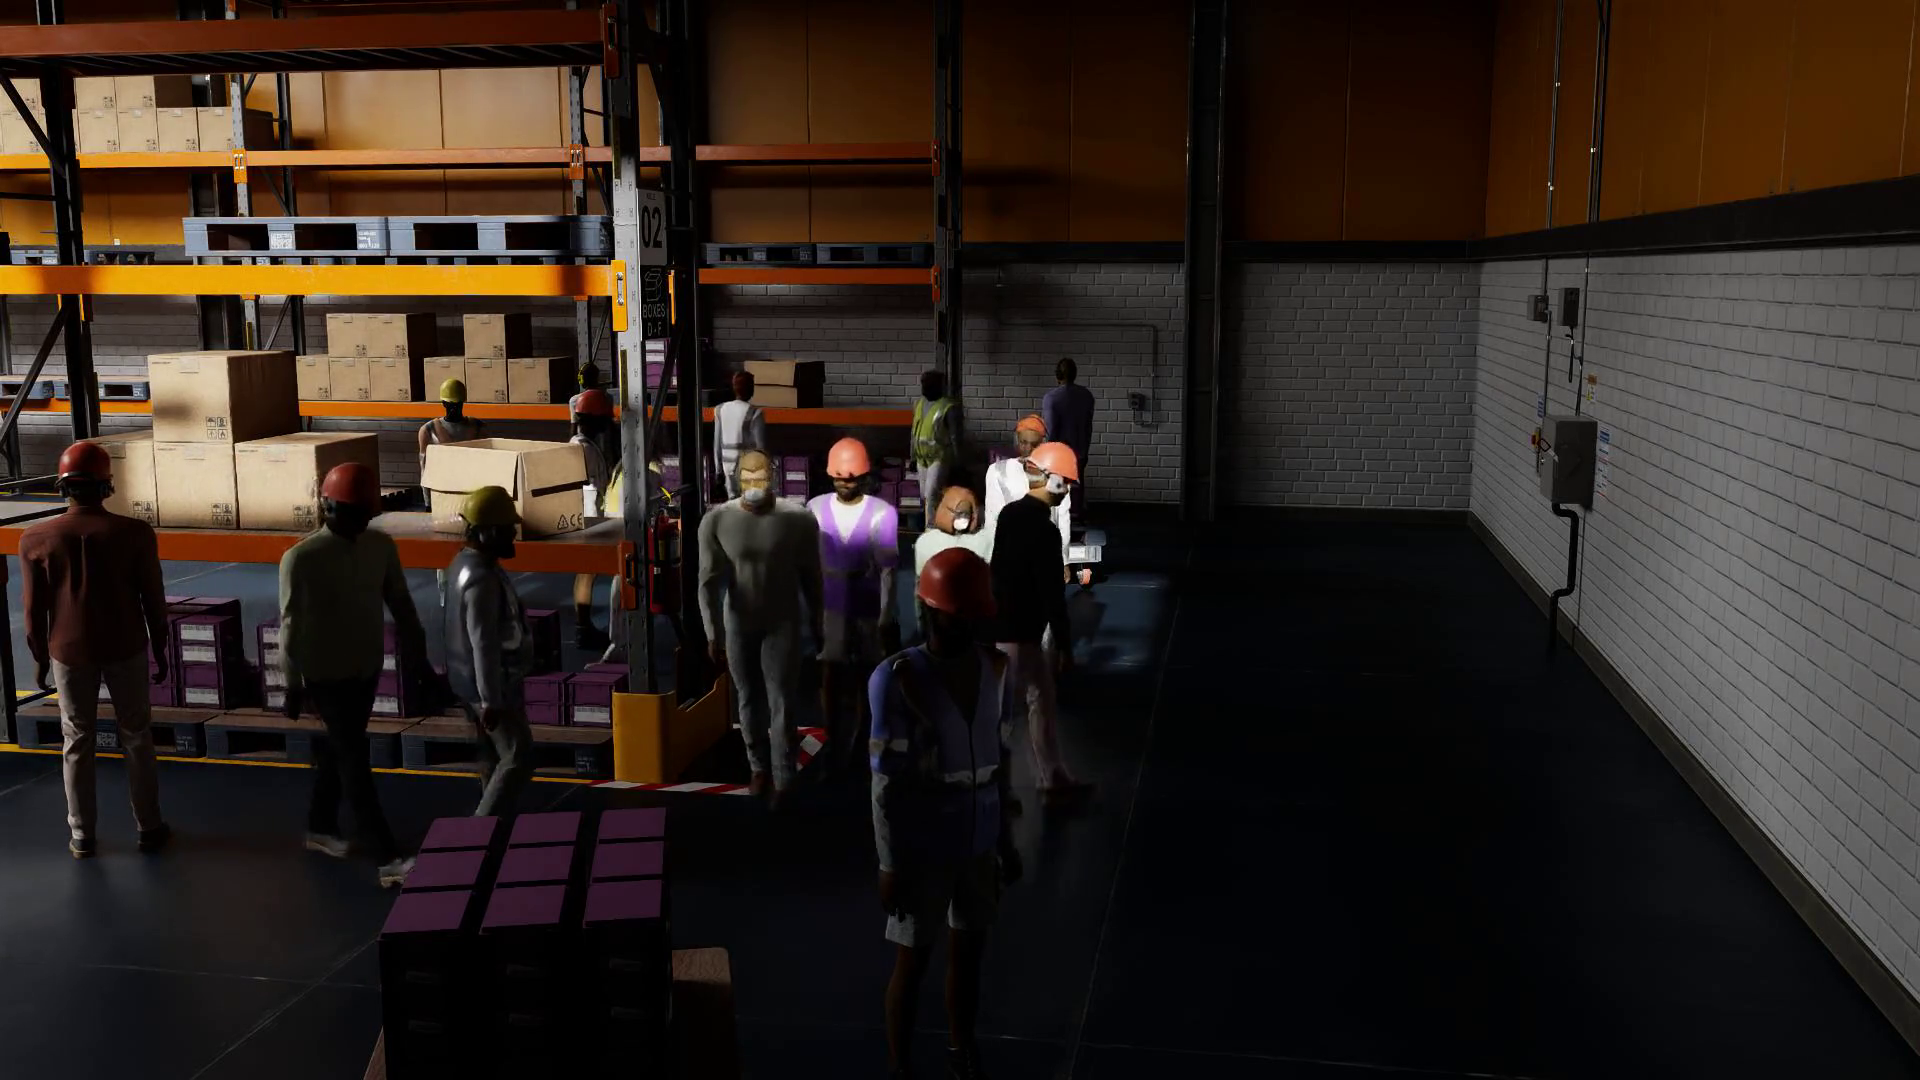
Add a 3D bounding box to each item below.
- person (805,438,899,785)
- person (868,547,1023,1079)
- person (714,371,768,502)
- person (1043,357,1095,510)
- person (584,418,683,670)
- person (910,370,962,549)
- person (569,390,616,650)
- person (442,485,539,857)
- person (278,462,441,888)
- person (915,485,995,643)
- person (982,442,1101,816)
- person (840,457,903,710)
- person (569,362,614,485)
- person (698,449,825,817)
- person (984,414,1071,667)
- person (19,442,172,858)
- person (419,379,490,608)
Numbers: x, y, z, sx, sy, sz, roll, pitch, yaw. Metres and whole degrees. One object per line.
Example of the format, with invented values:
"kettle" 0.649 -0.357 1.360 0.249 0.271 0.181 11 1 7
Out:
"person" -0.613 0.391 9.100 0.558 1.894 0.852 1 9 7
"person" -0.026 0.973 5.383 0.554 1.932 0.374 -7 11 -35
"person" -2.087 -0.650 15.639 0.593 1.871 0.544 5 10 28
"person" 1.070 -0.870 16.800 0.632 1.940 0.372 -7 12 -37
"person" -2.197 0.021 11.706 0.899 1.809 0.635 -4 10 -22
"person" -0.201 -0.833 16.939 0.759 1.815 0.632 -8 12 -40
"person" -2.725 -0.148 12.355 0.380 1.929 0.543 -3 10 -18
"person" -2.165 0.647 7.748 0.446 1.823 0.626 -4 10 -24
"person" -2.797 0.601 7.703 0.999 1.933 0.608 5 10 26
"person" -0.020 0.445 9.702 0.507 1.593 0.842 -2 9 -11
"person" 0.413 0.469 8.478 0.881 1.933 0.625 -2 9 -15
"person" -0.577 0.290 10.484 0.712 1.645 0.597 6 11 33
"person" -3.820 -0.907 17.261 0.502 1.864 0.323 -6 11 -34
"person" -1.017 0.481 8.547 0.637 1.887 1.001 -1 9 -3
"person" 0.441 0.122 10.808 0.574 1.886 0.361 -1 9 -8
"person" -4.119 0.525 7.968 0.612 1.995 0.382 -4 10 -22
"person" -4.190 -0.388 13.886 0.582 1.919 0.396 -6 11 -32
